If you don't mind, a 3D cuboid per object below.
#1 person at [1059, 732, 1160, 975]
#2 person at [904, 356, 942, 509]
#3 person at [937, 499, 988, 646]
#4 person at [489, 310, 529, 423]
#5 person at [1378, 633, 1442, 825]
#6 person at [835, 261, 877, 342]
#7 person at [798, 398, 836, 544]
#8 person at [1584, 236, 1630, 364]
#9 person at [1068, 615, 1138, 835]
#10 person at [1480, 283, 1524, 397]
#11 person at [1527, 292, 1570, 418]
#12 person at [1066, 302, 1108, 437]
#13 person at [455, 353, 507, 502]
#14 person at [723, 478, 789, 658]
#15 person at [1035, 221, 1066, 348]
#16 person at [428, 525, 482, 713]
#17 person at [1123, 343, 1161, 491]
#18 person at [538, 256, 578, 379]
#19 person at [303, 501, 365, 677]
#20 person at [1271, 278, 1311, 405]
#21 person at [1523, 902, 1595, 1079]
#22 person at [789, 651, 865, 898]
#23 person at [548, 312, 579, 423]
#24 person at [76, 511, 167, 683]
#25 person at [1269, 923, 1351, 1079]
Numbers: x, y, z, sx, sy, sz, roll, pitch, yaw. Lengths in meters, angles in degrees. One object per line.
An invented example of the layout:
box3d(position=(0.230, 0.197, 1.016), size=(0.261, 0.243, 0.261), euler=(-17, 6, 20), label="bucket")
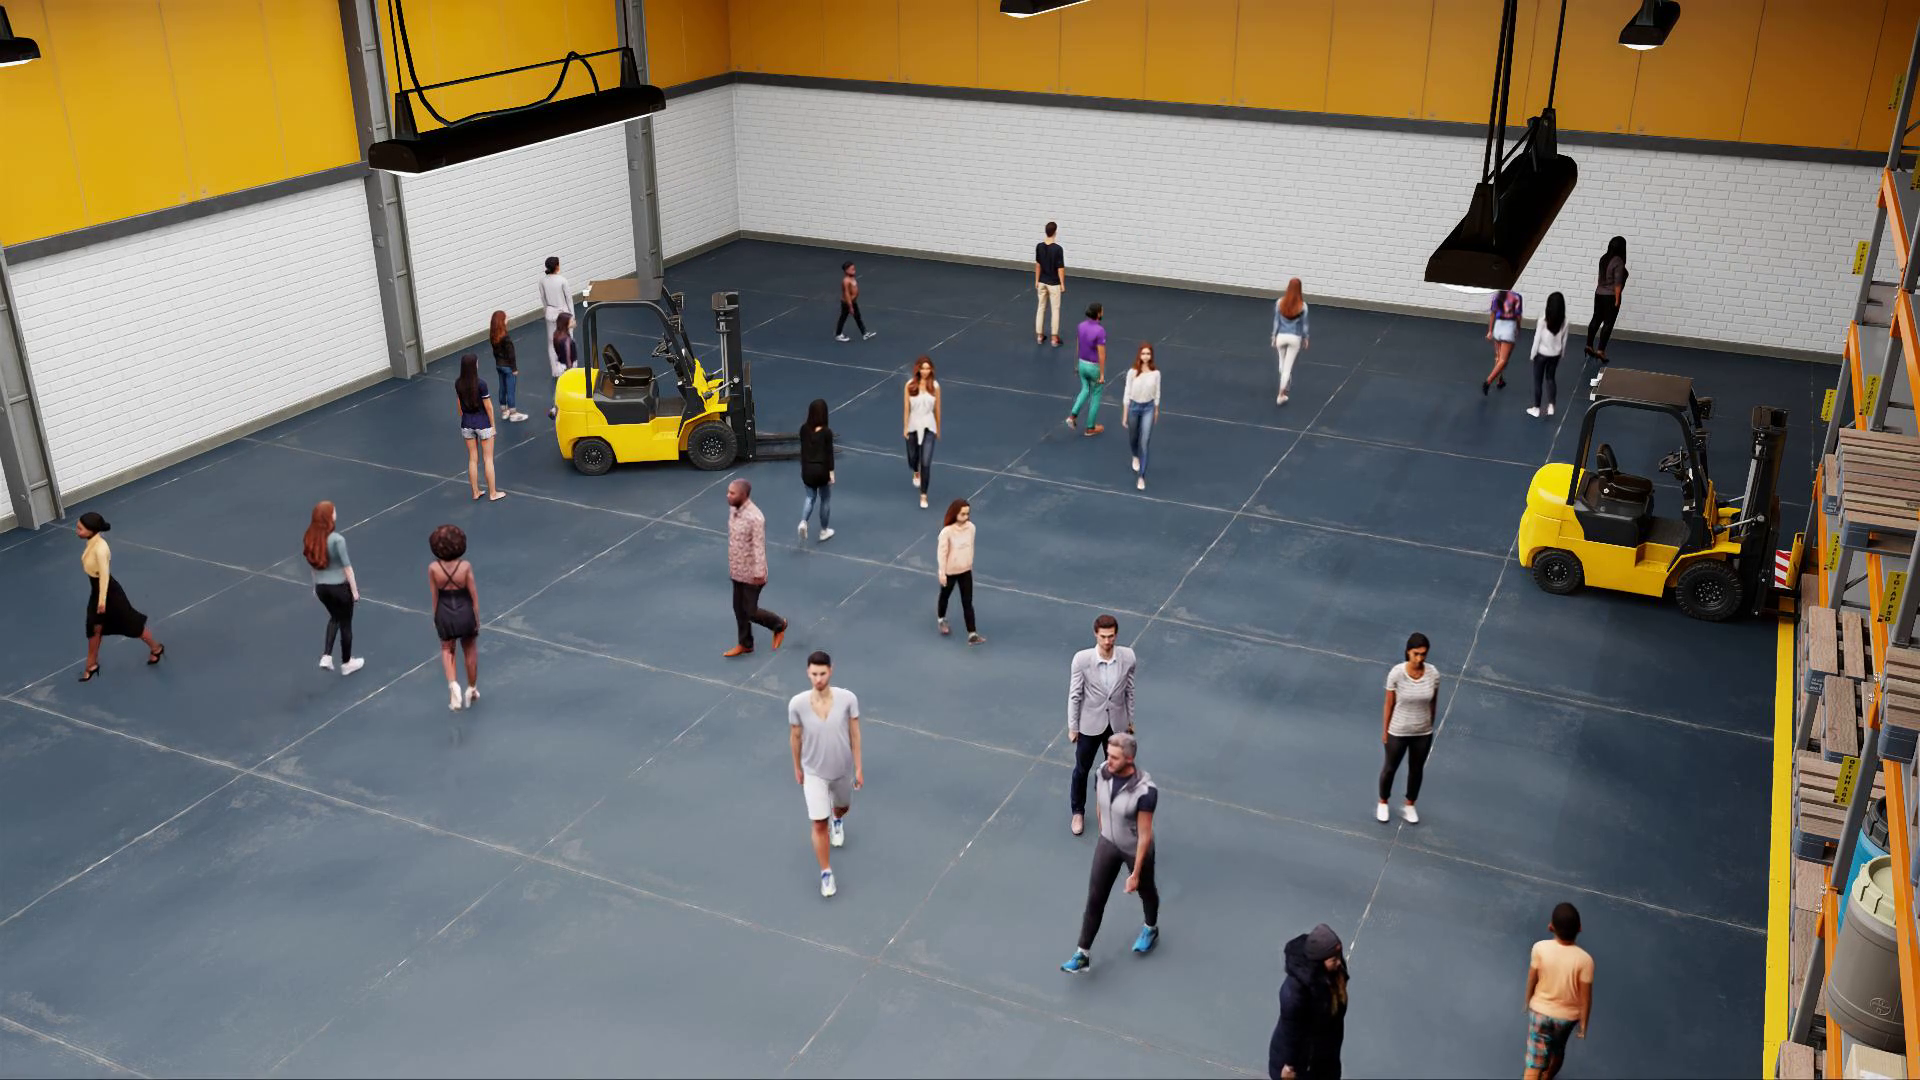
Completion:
box3d(position=(1.206, 2.098, 11.420), size=(0.909, 1.772, 1.231), euler=(18, 29, 35), label="person")
box3d(position=(-0.457, -1.283, 19.163), size=(0.835, 1.765, 1.006), euler=(-1, 24, -3), label="person")
box3d(position=(-0.074, 0.288, 15.987), size=(1.007, 1.432, 0.989), euler=(-12, 27, -26), label="person")
box3d(position=(-5.972, -2.298, 21.834), size=(0.612, 1.485, 0.596), euler=(20, 30, 37), label="person")
box3d(position=(3.515, 1.467, 13.025), size=(0.630, 1.644, 0.641), euler=(-1, 24, -1), label="person")
box3d(position=(-1.742, -3.586, 25.109), size=(0.651, 1.223, 0.827), euler=(7, 25, 16), label="person")
box3d(position=(-1.589, -0.721, 18.047), size=(0.618, 1.630, 0.872), euler=(8, 25, 18), label="person")
box3d(position=(9.392, -3.502, 24.148), size=(0.808, 1.838, 0.742), euler=(-7, 25, -16), label="person")
box3d(position=(1.108, 1.407, 12.905), size=(0.762, 1.850, 0.763), euler=(-3, 24, -7), label="person")
box3d(position=(7.369, -2.766, 22.620), size=(1.153, 1.714, 0.847), euler=(-21, 31, -39), label="person")
box3d(position=(7.728, -2.434, 21.878), size=(0.710, 1.700, 0.745), euler=(-4, 24, -10), label="person")
box3d(position=(1.602, -2.148, 21.164), size=(0.886, 1.748, 0.789), euler=(-21, 31, -39), label="person")
box3d(position=(-5.579, -1.306, 19.214), size=(0.617, 1.766, 0.572), euler=(6, 24, 13), label="person")
box3d(position=(-1.924, 0.259, 15.606), size=(1.016, 1.789, 0.921), euler=(-16, 29, -33), label="person")
box3d(position=(1.337, -3.836, 24.894), size=(0.656, 1.853, 0.556), euler=(14, 27, 29), label="person")
box3d(position=(-4.410, 0.739, 14.532), size=(0.833, 1.770, 0.938), euler=(-4, 24, -10), label="person")
box3d(position=(2.144, -1.528, 19.815), size=(0.811, 1.691, 1.199), euler=(3, 24, 8), label="person")
box3d(position=(-5.668, -3.148, 23.465), size=(0.666, 1.737, 0.603), euler=(6, 24, 13), label="person")
box3d(position=(-5.757, 0.491, 15.148), size=(0.623, 1.731, 0.755), euler=(8, 25, 18), label="person")
box3d(position=(4.400, -2.646, 22.409), size=(0.693, 1.663, 1.062), euler=(13, 27, 27), label="person")
box3d(position=(3.572, 2.898, 10.011), size=(0.591, 1.435, 0.950), euler=(11, 26, 23), label="person")
box3d(position=(-0.978, 1.641, 12.401), size=(1.120, 1.823, 1.277), euler=(-5, 24, -10), label="person")
box3d(position=(-5.097, -2.150, 21.363), size=(0.904, 1.593, 0.833), euler=(-13, 27, -27), label="person")
box3d(position=(-7.721, 0.514, 15.247), size=(1.085, 1.610, 0.854), euler=(-19, 30, -36), label="person")
box3d(position=(2.002, 2.926, 9.648), size=(0.801, 1.675, 0.681), euler=(19, 30, 37), label="person")
